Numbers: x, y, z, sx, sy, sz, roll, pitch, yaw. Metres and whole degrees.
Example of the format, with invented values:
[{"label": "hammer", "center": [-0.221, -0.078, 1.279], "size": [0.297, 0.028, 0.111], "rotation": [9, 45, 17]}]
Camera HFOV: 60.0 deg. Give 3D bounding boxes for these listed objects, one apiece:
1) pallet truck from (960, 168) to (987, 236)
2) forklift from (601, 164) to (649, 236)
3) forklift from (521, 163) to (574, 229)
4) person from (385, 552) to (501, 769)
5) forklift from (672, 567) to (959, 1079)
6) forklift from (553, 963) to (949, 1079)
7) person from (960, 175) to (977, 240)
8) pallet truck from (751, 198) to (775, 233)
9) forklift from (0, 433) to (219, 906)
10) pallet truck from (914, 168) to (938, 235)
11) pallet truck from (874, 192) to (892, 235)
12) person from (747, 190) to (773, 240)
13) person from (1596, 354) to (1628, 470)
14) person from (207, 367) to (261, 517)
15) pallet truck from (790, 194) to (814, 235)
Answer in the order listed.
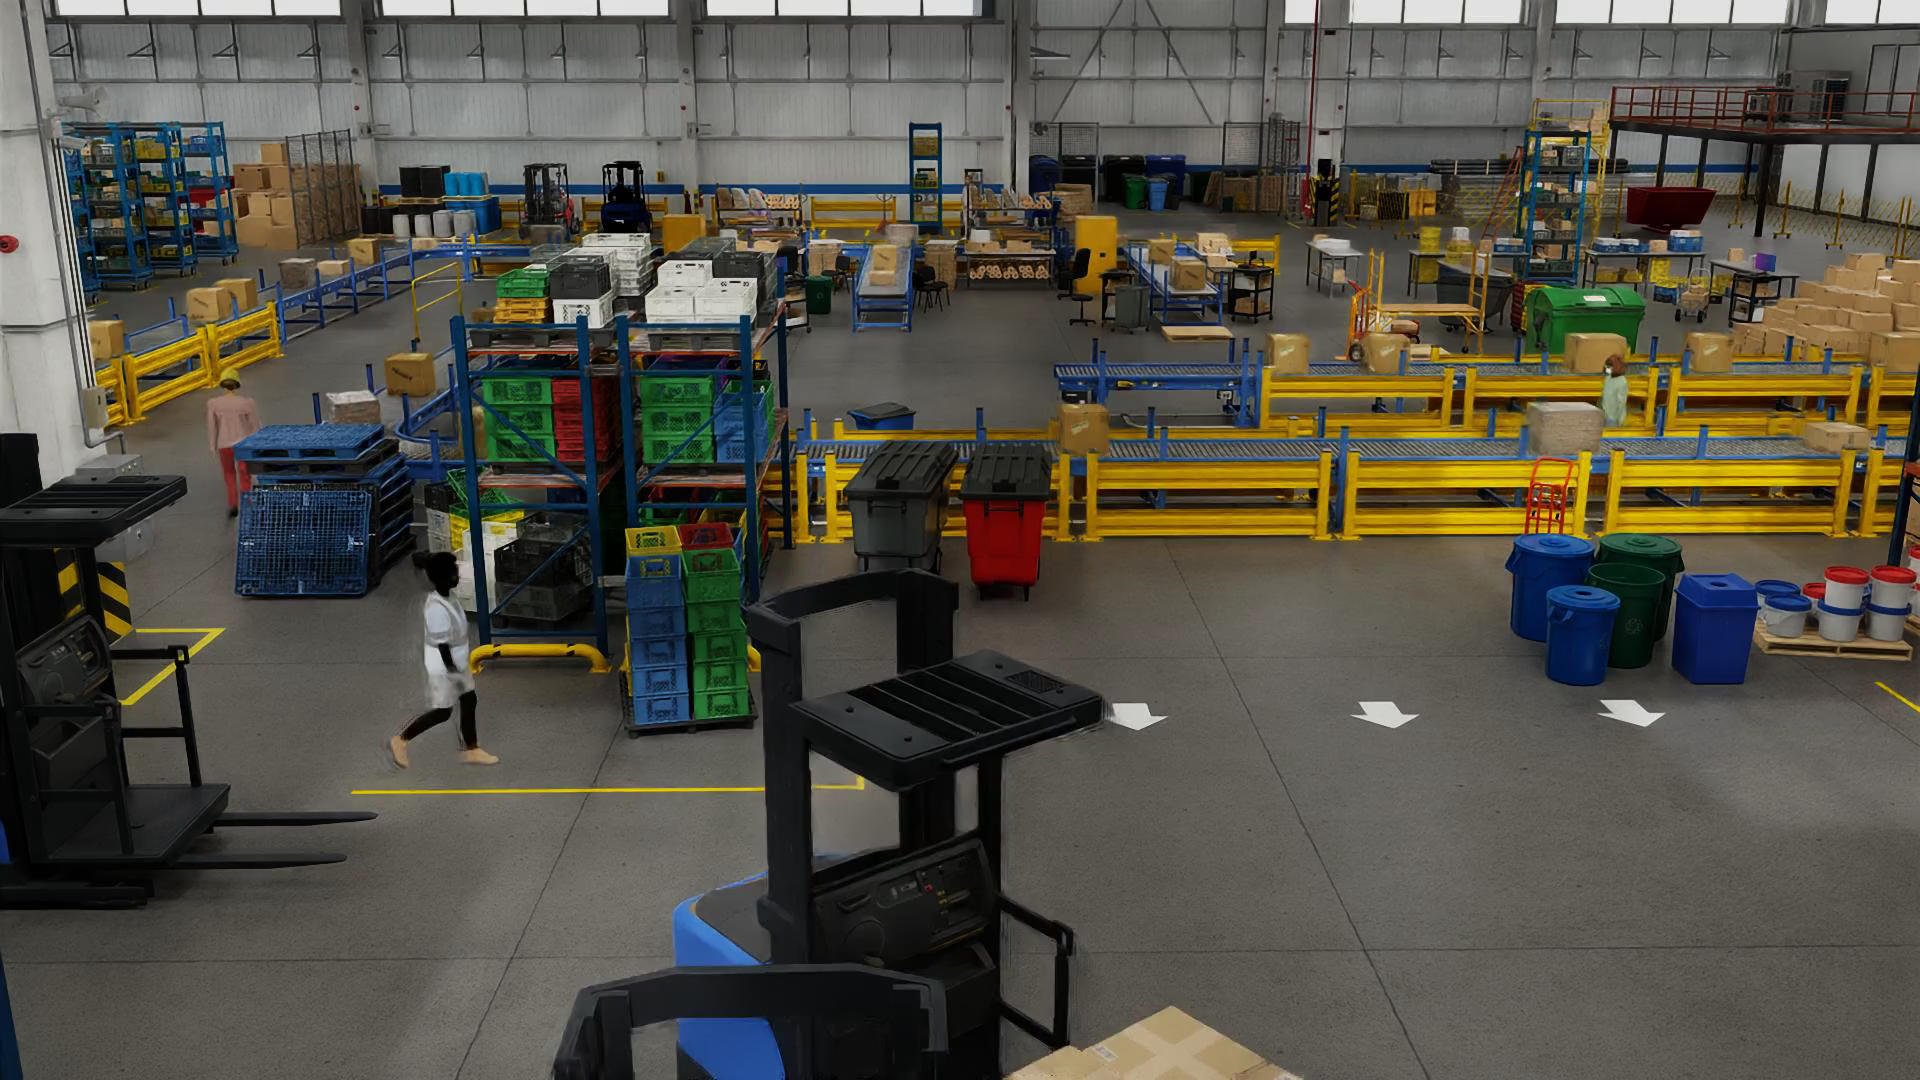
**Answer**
[{"label": "pallet truck", "center": [0.383, -10.230, 50.206], "size": [0.823, 1.965, 1.885], "rotation": [-1, 16, -3]}, {"label": "forklift", "center": [-9.948, -10.127, 49.296], "size": [1.157, 1.987, 2.680], "rotation": [-1, 16, -3]}, {"label": "forklift", "center": [-12.233, -10.122, 49.298], "size": [1.157, 1.987, 2.680], "rotation": [0, 16, -1]}, {"label": "person", "center": [-3.811, 0.895, 12.101], "size": [0.715, 1.679, 0.523], "rotation": [-1, 16, -3]}, {"label": "forklift", "center": [-0.466, 1.558, 7.661], "size": [1.129, 2.768, 1.873], "rotation": [-13, 20, -38]}, {"label": "forklift", "center": [-0.495, 2.485, 4.438], "size": [1.129, 2.768, 1.873], "rotation": [-1, 16, -2]}, {"label": "person", "center": [0.245, -9.619, 48.246], "size": [0.408, 1.909, 0.642], "rotation": [-11, 19, -34]}, {"label": "pallet truck", "center": [-6.051, -9.967, 50.660], "size": [0.680, 1.201, 1.601], "rotation": [0, 16, -1]}, {"label": "forklift", "center": [-5.952, 0.780, 10.366], "size": [1.873, 2.768, 1.129], "rotation": [0, 16, -1]}, {"label": "pallet truck", "center": [-0.989, -10.316, 50.507], "size": [0.823, 1.965, 1.885], "rotation": [1, 16, 3]}, {"label": "pallet truck", "center": [-2.277, -9.986, 50.594], "size": [0.653, 1.274, 1.630], "rotation": [0, 16, -1]}, {"label": "person", "center": [-4.898, -7.535, 40.757], "size": [0.616, 2.041, 0.382], "rotation": [-1, 16, -5]}, {"label": "person", "center": [8.033, -1.493, 20.479], "size": [0.372, 1.624, 0.510], "rotation": [0, 16, -1]}, {"label": "person", "center": [-8.192, -1.082, 18.830], "size": [0.554, 1.749, 0.407], "rotation": [-4, 17, -14]}, {"label": "pallet truck", "center": [-4.814, -9.883, 50.259], "size": [0.704, 1.261, 1.522], "rotation": [-1, 16, -3]}]
